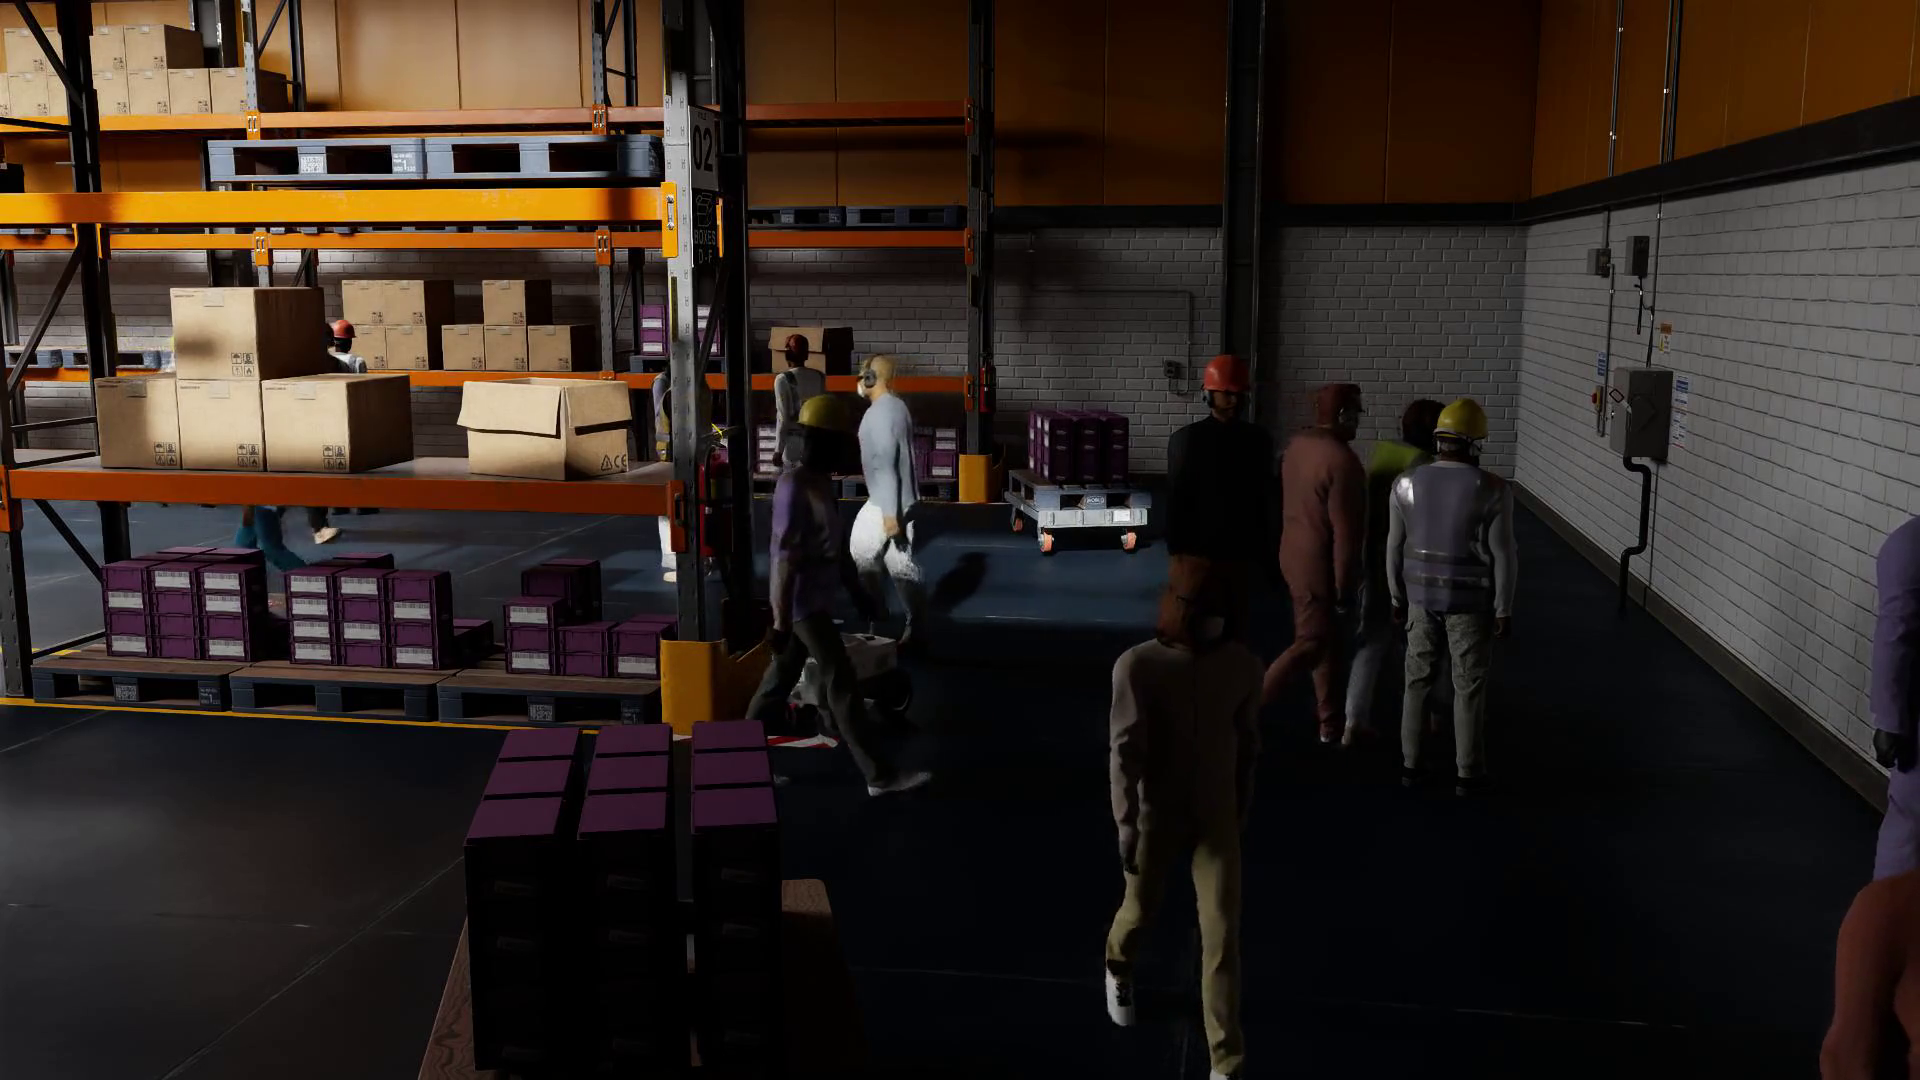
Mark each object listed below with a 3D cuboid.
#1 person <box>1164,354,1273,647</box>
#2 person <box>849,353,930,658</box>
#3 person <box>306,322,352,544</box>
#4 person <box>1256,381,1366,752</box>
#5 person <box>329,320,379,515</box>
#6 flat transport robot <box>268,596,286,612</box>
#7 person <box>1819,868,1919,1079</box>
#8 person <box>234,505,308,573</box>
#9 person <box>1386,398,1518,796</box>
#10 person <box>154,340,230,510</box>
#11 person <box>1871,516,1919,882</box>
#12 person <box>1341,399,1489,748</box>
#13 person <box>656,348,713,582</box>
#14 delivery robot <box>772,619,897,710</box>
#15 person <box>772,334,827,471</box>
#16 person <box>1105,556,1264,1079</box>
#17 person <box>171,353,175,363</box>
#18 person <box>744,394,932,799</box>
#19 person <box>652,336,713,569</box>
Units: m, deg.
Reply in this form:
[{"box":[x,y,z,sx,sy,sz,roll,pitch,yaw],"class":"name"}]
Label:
[{"box":[1.337,0.050,8.513,0.613,1.994,0.395,-4,10,-22],"class":"person"},{"box":[-0.442,-0.204,10.380,0.604,1.901,0.664,2,9,14],"class":"person"},{"box":[-5.799,-1.010,14.948,0.721,2.000,1.046,-8,12,-41],"class":"person"},{"box":[1.713,0.143,8.314,0.820,1.877,0.662,-2,9,-12],"class":"person"},{"box":[-6.077,-1.205,16.478,0.542,1.938,0.357,1,9,6],"class":"person"},{"box":[-4.547,0.511,10.986,1.431,0.197,0.652,1,9,9],"class":"flat transport robot"},{"box":[1.394,1.097,2.081,0.644,1.960,0.835,4,10,25],"class":"person"},{"box":[-4.680,-0.302,11.276,0.869,1.815,0.574,-1,9,-8],"class":"person"},{"box":[2.280,0.262,7.702,0.602,1.830,0.404,7,12,37],"class":"person"},{"box":[-7.912,-1.194,16.860,0.854,1.800,0.588,-1,9,-5],"class":"person"},{"box":[3.334,0.584,5.476,0.651,1.906,0.403,-1,9,-5],"class":"person"},{"box":[2.317,0.172,8.434,0.859,1.779,0.602,-5,10,-27],"class":"person"},{"box":[-2.153,-0.596,13.000,0.429,1.843,0.627,2,9,14],"class":"person"},{"box":[-0.665,0.667,8.852,0.477,0.478,0.707,8,12,39],"class":"delivery robot"},{"box":[-1.365,-0.807,14.189,0.338,1.878,0.583,7,12,39],"class":"person"},{"box":[0.653,0.816,5.032,0.504,1.594,0.849,-2,9,-11],"class":"person"},{"box":[-8.381,-1.469,18.283,0.347,1.883,0.584,6,11,32],"class":"person"},{"box":[-0.655,0.263,7.637,0.983,1.858,0.577,0,9,3],"class":"person"},{"box":[-2.251,-0.742,13.598,0.410,1.940,0.605,5,10,29],"class":"person"}]
